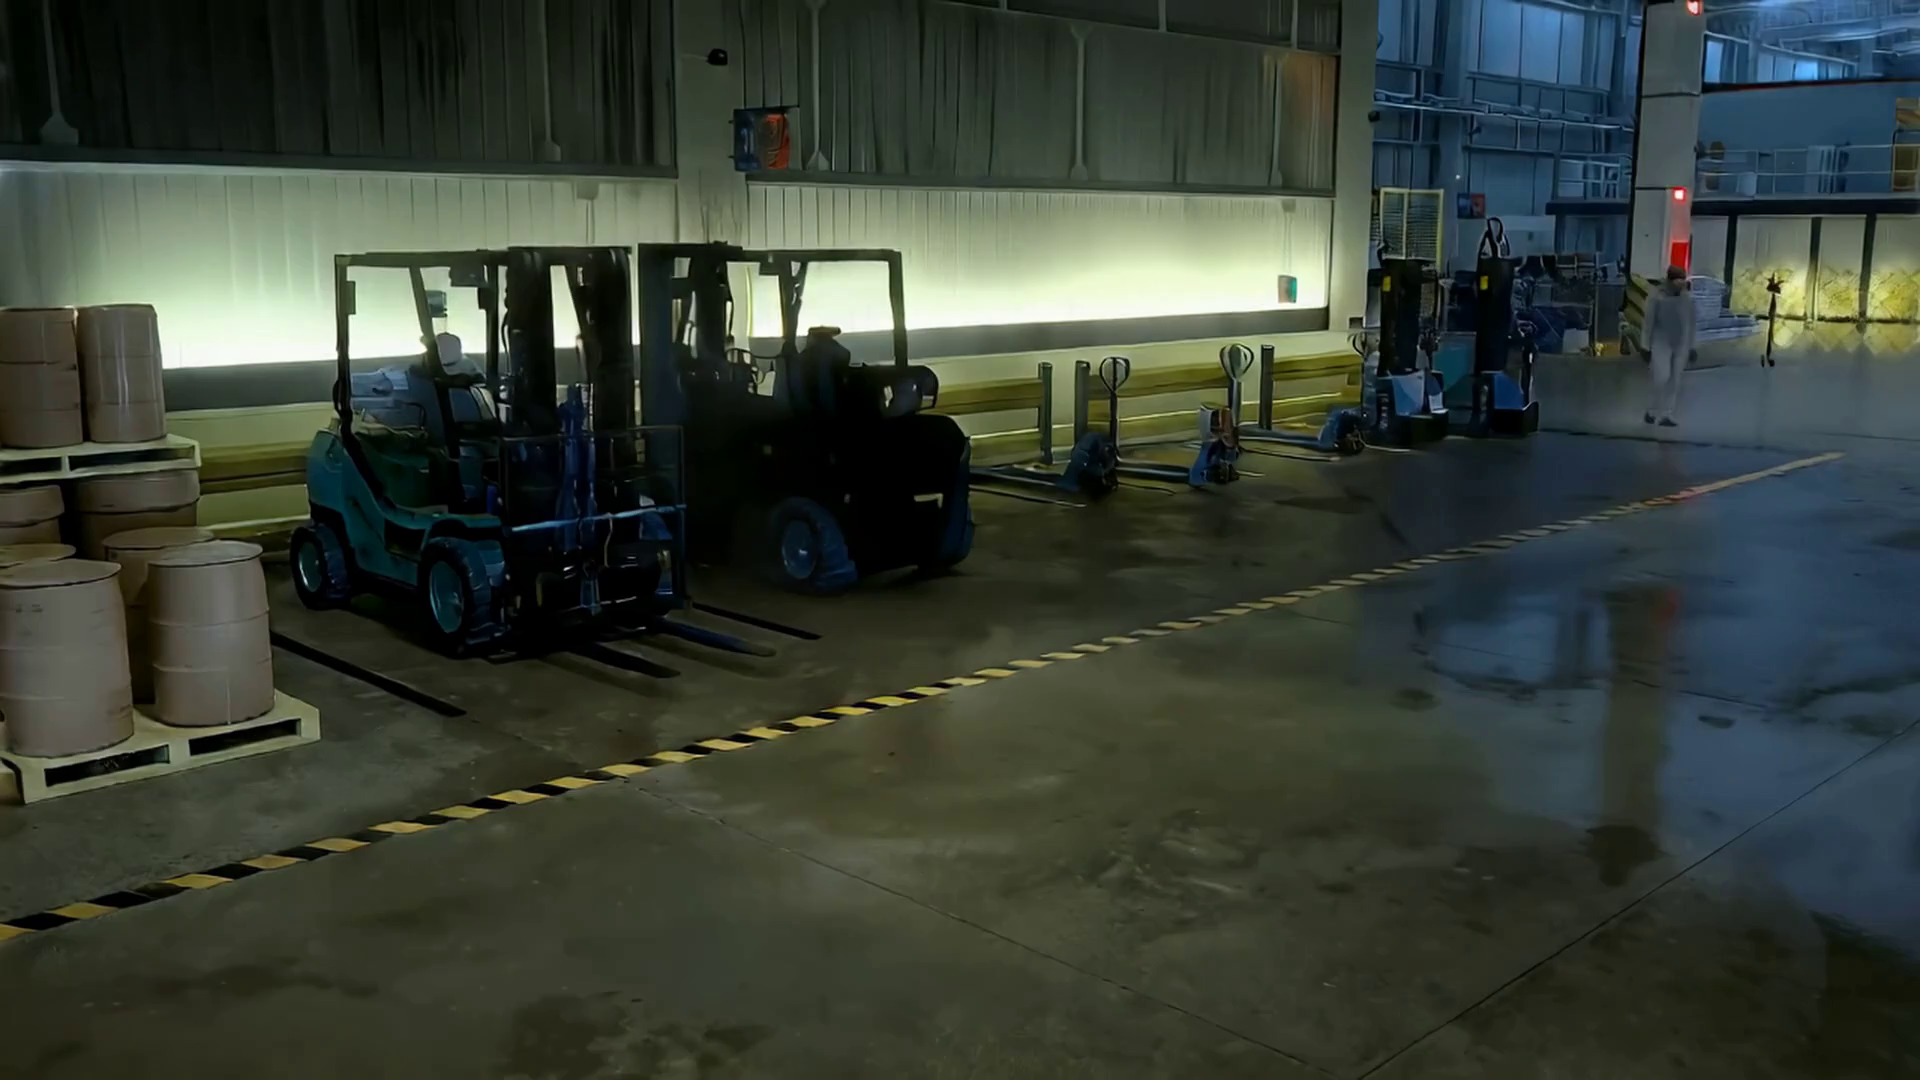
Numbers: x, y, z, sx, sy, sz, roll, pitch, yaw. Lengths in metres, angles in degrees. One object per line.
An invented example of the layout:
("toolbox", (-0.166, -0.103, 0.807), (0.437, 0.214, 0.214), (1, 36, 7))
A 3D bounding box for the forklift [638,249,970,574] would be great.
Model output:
("forklift", (-1.173, -0.958, 11.239), (2.680, 1.987, 1.157), (10, 14, 43))

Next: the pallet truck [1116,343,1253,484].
("pallet truck", (1.962, -1.215, 15.415), (1.522, 1.261, 0.704), (10, 14, 43))

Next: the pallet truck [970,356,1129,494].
("pallet truck", (0.784, -1.085, 14.876), (0.680, 1.201, 1.601), (-10, 14, -44))

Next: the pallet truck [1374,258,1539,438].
("pallet truck", (5.704, -2.208, 18.901), (1.885, 1.965, 0.823), (10, 14, 43))

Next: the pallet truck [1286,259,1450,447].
("pallet truck", (4.493, -2.078, 18.196), (0.823, 1.965, 1.885), (-9, 14, -40))

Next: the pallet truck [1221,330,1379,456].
("pallet truck", (3.563, -1.581, 17.381), (0.653, 1.274, 1.630), (-10, 14, -44))

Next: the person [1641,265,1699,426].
("person", (8.363, -2.274, 19.547), (0.658, 1.892, 0.432), (-1, 10, -8))

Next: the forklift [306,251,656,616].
("forklift", (-2.833, -0.669, 9.694), (1.157, 1.987, 2.680), (-10, 14, -44))
